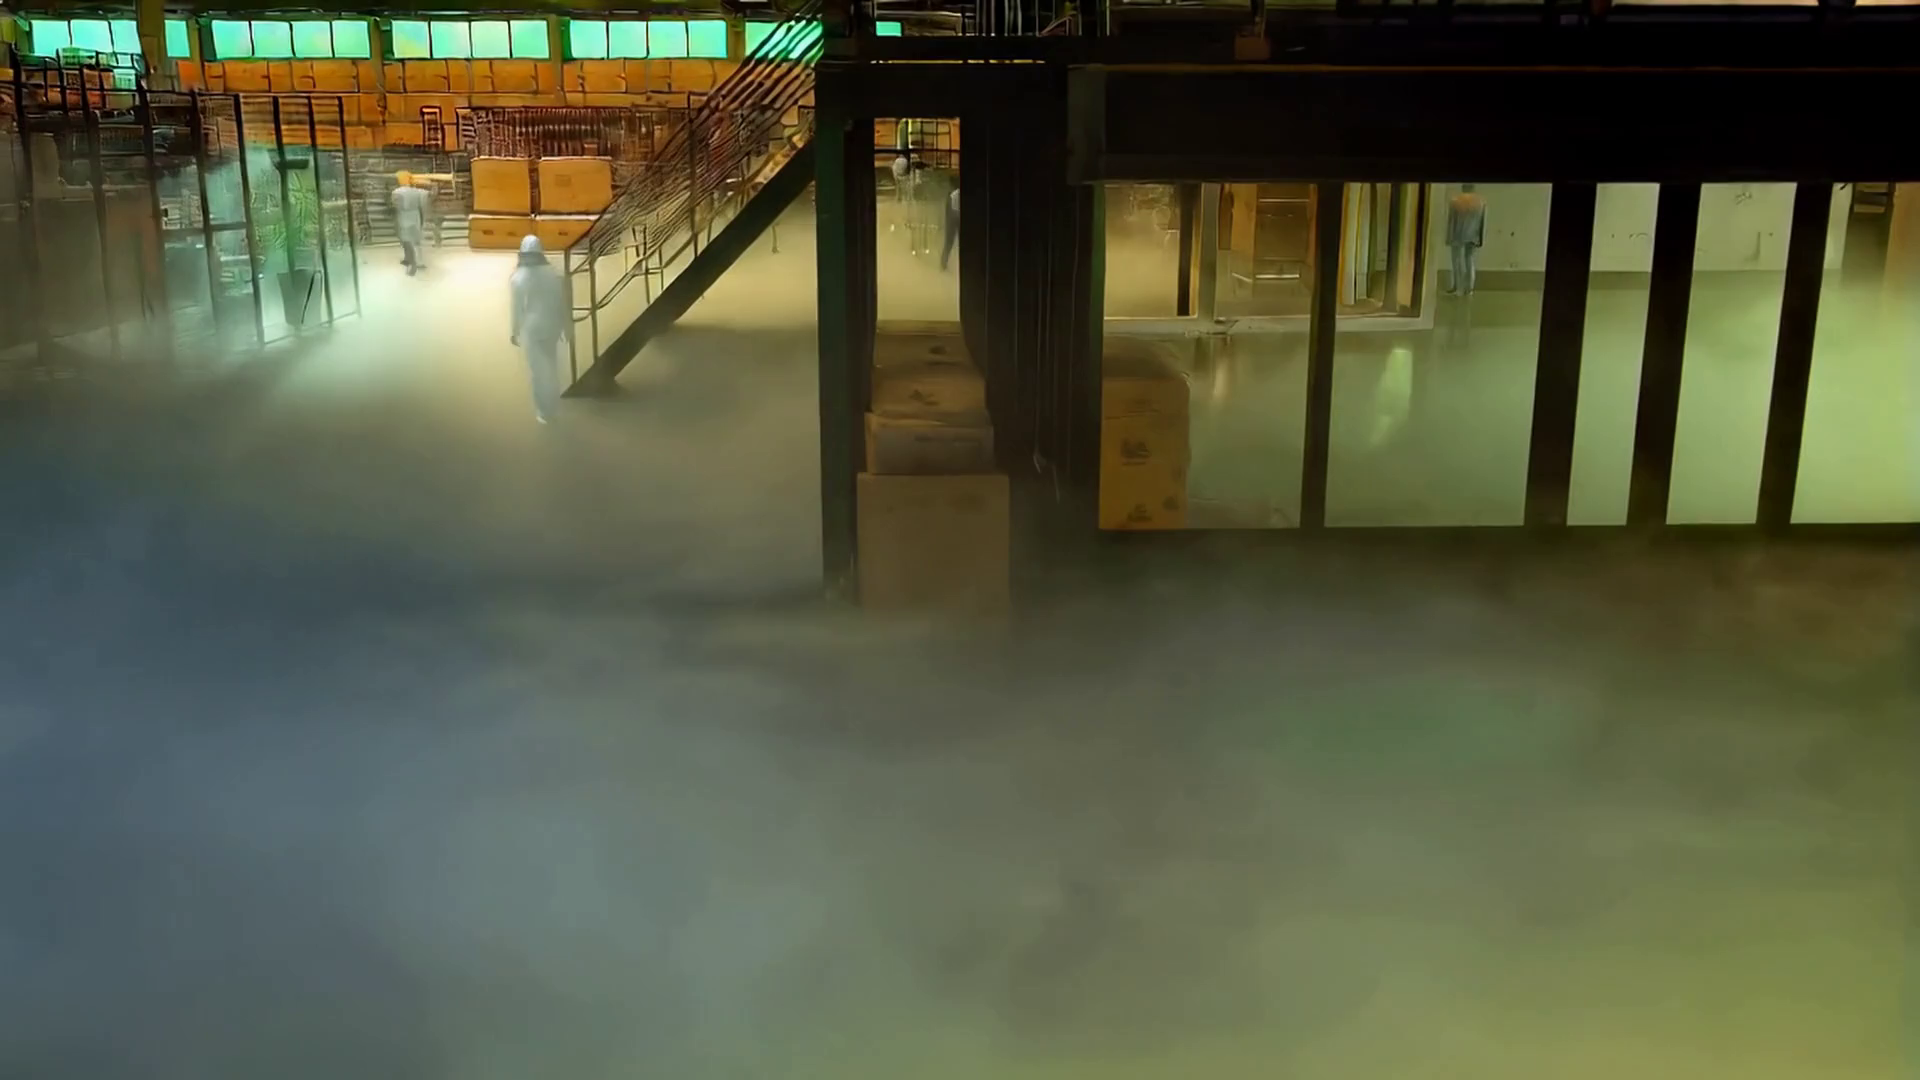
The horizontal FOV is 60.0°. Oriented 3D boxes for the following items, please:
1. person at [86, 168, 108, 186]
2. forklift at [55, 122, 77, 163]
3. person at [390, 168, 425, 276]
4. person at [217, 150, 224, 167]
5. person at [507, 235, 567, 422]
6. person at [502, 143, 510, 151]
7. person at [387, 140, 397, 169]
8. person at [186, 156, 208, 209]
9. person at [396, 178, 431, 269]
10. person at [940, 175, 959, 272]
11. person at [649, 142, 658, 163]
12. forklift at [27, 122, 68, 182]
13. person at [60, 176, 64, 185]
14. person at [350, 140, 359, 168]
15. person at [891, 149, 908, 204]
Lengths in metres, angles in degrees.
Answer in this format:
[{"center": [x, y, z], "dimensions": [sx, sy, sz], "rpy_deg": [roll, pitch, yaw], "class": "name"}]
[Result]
[{"center": [-17.282, -6.508, 33.352], "dimensions": [0.553, 1.899, 0.601], "rpy_deg": [4, 15, 15], "class": "person"}, {"center": [-38.902, -16.788, 72.432], "dimensions": [1.129, 2.768, 1.873], "rpy_deg": [9, 16, 31], "class": "forklift"}, {"center": [-10.172, -5.832, 30.516], "dimensions": [0.506, 1.951, 0.633], "rpy_deg": [12, 18, 40], "class": "person"}, {"center": [-29.621, -14.787, 66.788], "dimensions": [0.901, 1.719, 0.540], "rpy_deg": [5, 15, 18], "class": "person"}, {"center": [-3.968, -1.979, 15.563], "dimensions": [0.518, 1.722, 0.567], "rpy_deg": [-7, 15, -25], "class": "person"}, {"center": [-23.579, -19.634, 86.013], "dimensions": [0.600, 1.791, 0.868], "rpy_deg": [-5, 15, -20], "class": "person"}, {"center": [-29.098, -19.521, 85.245], "dimensions": [0.406, 1.947, 0.606], "rpy_deg": [7, 16, 27], "class": "person"}, {"center": [-23.241, -10.809, 50.767], "dimensions": [0.613, 1.777, 0.940], "rpy_deg": [0, 14, 1], "class": "person"}, {"center": [-10.578, -6.087, 31.993], "dimensions": [0.877, 1.717, 0.547], "rpy_deg": [4, 15, 16], "class": "person"}, {"center": [0.000, -5.962, 31.346], "dimensions": [0.967, 1.796, 0.540], "rpy_deg": [-9, 17, -33], "class": "person"}, {"center": [-16.977, -21.257, 92.539], "dimensions": [1.018, 1.793, 0.567], "rpy_deg": [3, 14, 12], "class": "person"}, {"center": [-35.376, -14.773, 64.377], "dimensions": [1.129, 2.768, 1.873], "rpy_deg": [-1, 14, -2], "class": "forklift"}, {"center": [-24.563, -9.340, 45.222], "dimensions": [0.496, 1.613, 0.382], "rpy_deg": [-1, 14, -4], "class": "person"}, {"center": [-29.257, -18.388, 80.685], "dimensions": [0.893, 1.955, 0.643], "rpy_deg": [-3, 14, -13], "class": "person"}, {"center": [-2.073, -12.563, 57.537], "dimensions": [0.639, 1.897, 0.419], "rpy_deg": [3, 14, 11], "class": "person"}]
